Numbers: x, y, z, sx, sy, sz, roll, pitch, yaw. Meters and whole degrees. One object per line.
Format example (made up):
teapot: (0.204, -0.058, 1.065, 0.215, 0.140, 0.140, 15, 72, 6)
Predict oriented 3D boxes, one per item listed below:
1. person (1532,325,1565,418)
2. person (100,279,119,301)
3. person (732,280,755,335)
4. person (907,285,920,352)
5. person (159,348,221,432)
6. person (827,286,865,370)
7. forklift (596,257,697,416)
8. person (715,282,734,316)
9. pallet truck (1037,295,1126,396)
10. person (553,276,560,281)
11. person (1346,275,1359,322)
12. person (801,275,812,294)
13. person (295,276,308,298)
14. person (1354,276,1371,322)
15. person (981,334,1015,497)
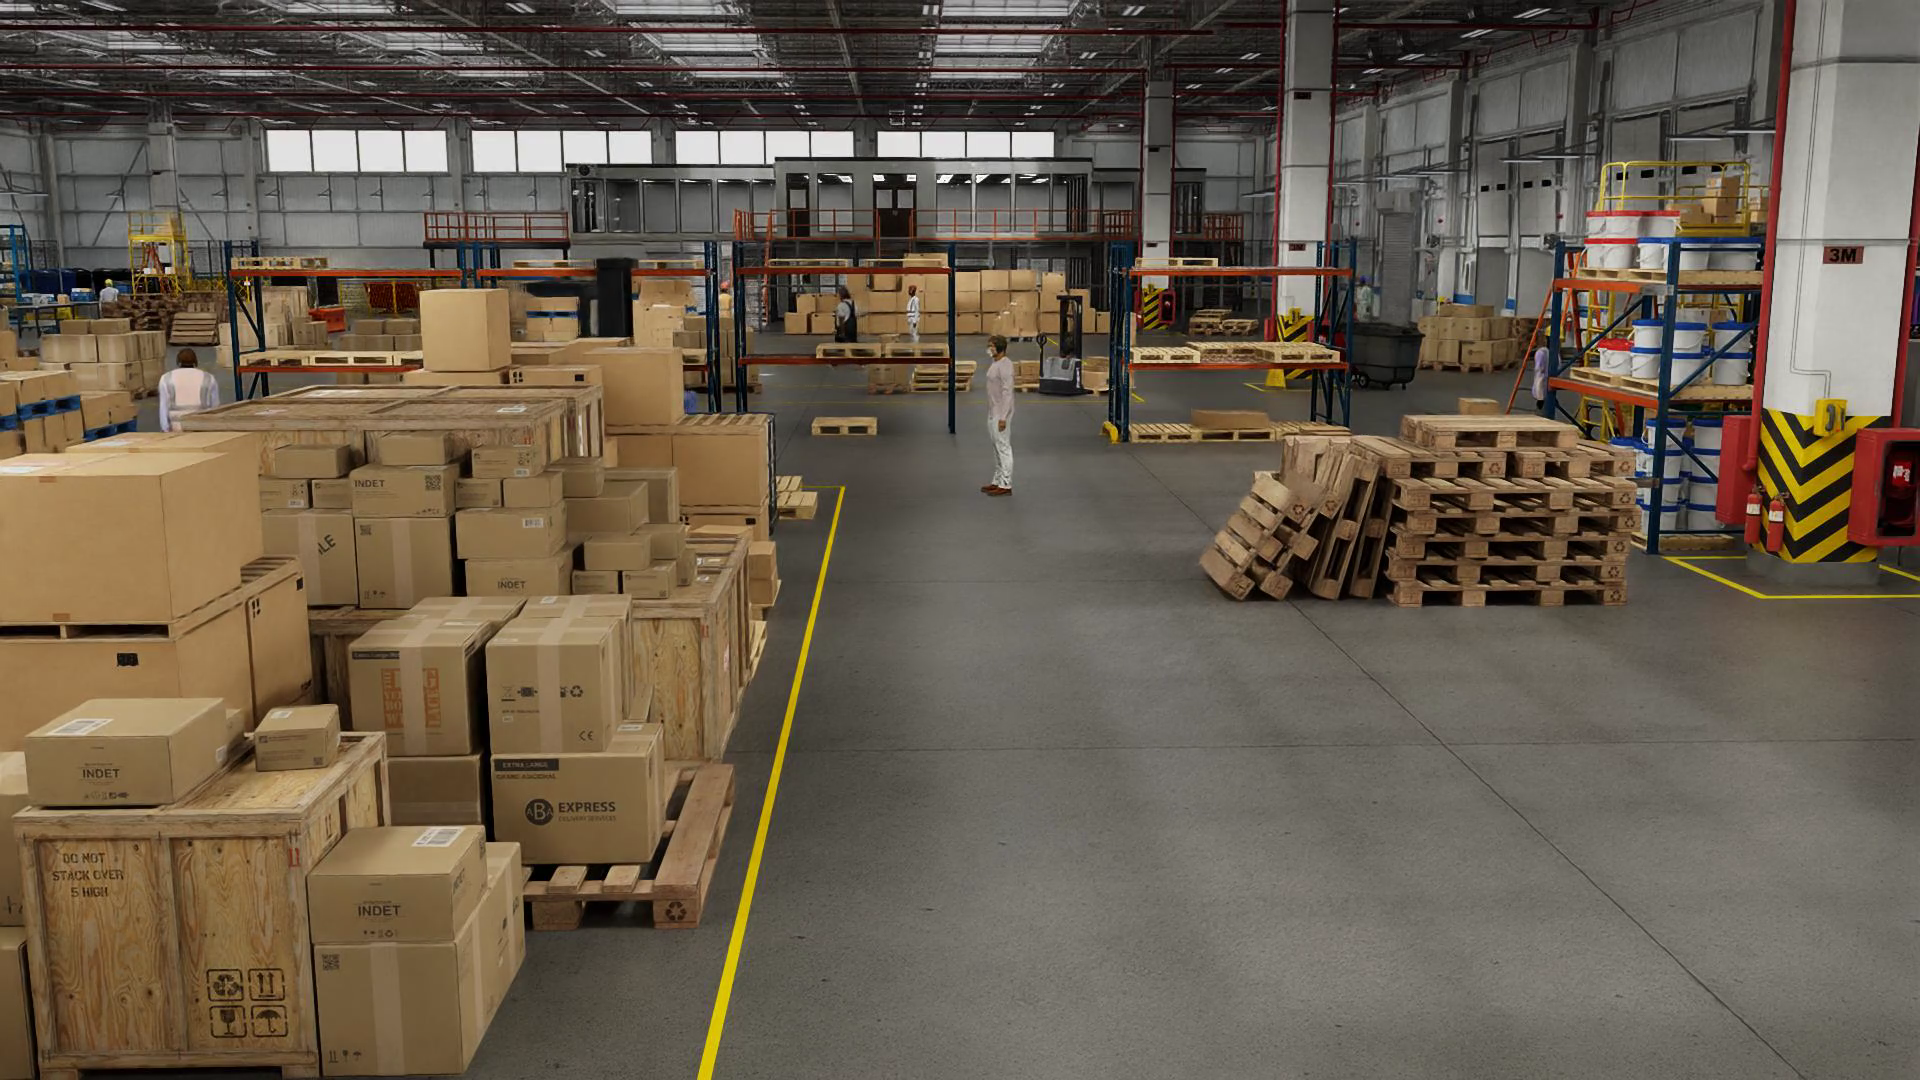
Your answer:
person: (8.030, -1.985, 22.720, 0.381, 1.919, 0.584, 9, 13, 40)
person: (-28.015, -7.720, 54.970, 0.626, 1.801, 0.820, -2, 10, -12)
person: (-6.769, -7.189, 51.933, 0.951, 1.832, 0.606, 6, 12, 30)
person: (-1.254, -5.837, 44.277, 0.355, 1.883, 0.574, -3, 11, -17)
person: (-8.939, -1.327, 19.366, 0.657, 1.801, 0.937, -4, 11, -22)
person: (-2.672, -5.030, 39.340, 1.036, 2.000, 0.684, 8, 13, 38)
forklift: (-4.362, -2.216, 21.326, 1.873, 2.768, 1.129, 0, 10, -2)
person: (-6.574, -6.242, 46.455, 0.544, 1.914, 0.870, -5, 11, -24)
pallet truck: (2.483, -3.881, 33.060, 1.885, 1.965, 0.823, -7, 13, -36)
person: (-13.727, -8.105, 56.938, 0.557, 1.886, 1.022, 3, 11, 18)
person: (13.536, -8.183, 57.088, 0.643, 1.977, 0.657, -10, 14, -44)
person: (-5.197, -8.029, 56.394, 0.371, 1.916, 0.597, 4, 11, 23)
person: (-25.786, -9.494, 65.080, 0.490, 1.722, 0.677, 0, 10, -1)
person: (12.989, -7.565, 53.784, 0.439, 1.932, 0.620, -5, 11, -24)
person: (0.465, -1.492, 19.914, 0.362, 1.939, 0.636, -2, 10, -11)
